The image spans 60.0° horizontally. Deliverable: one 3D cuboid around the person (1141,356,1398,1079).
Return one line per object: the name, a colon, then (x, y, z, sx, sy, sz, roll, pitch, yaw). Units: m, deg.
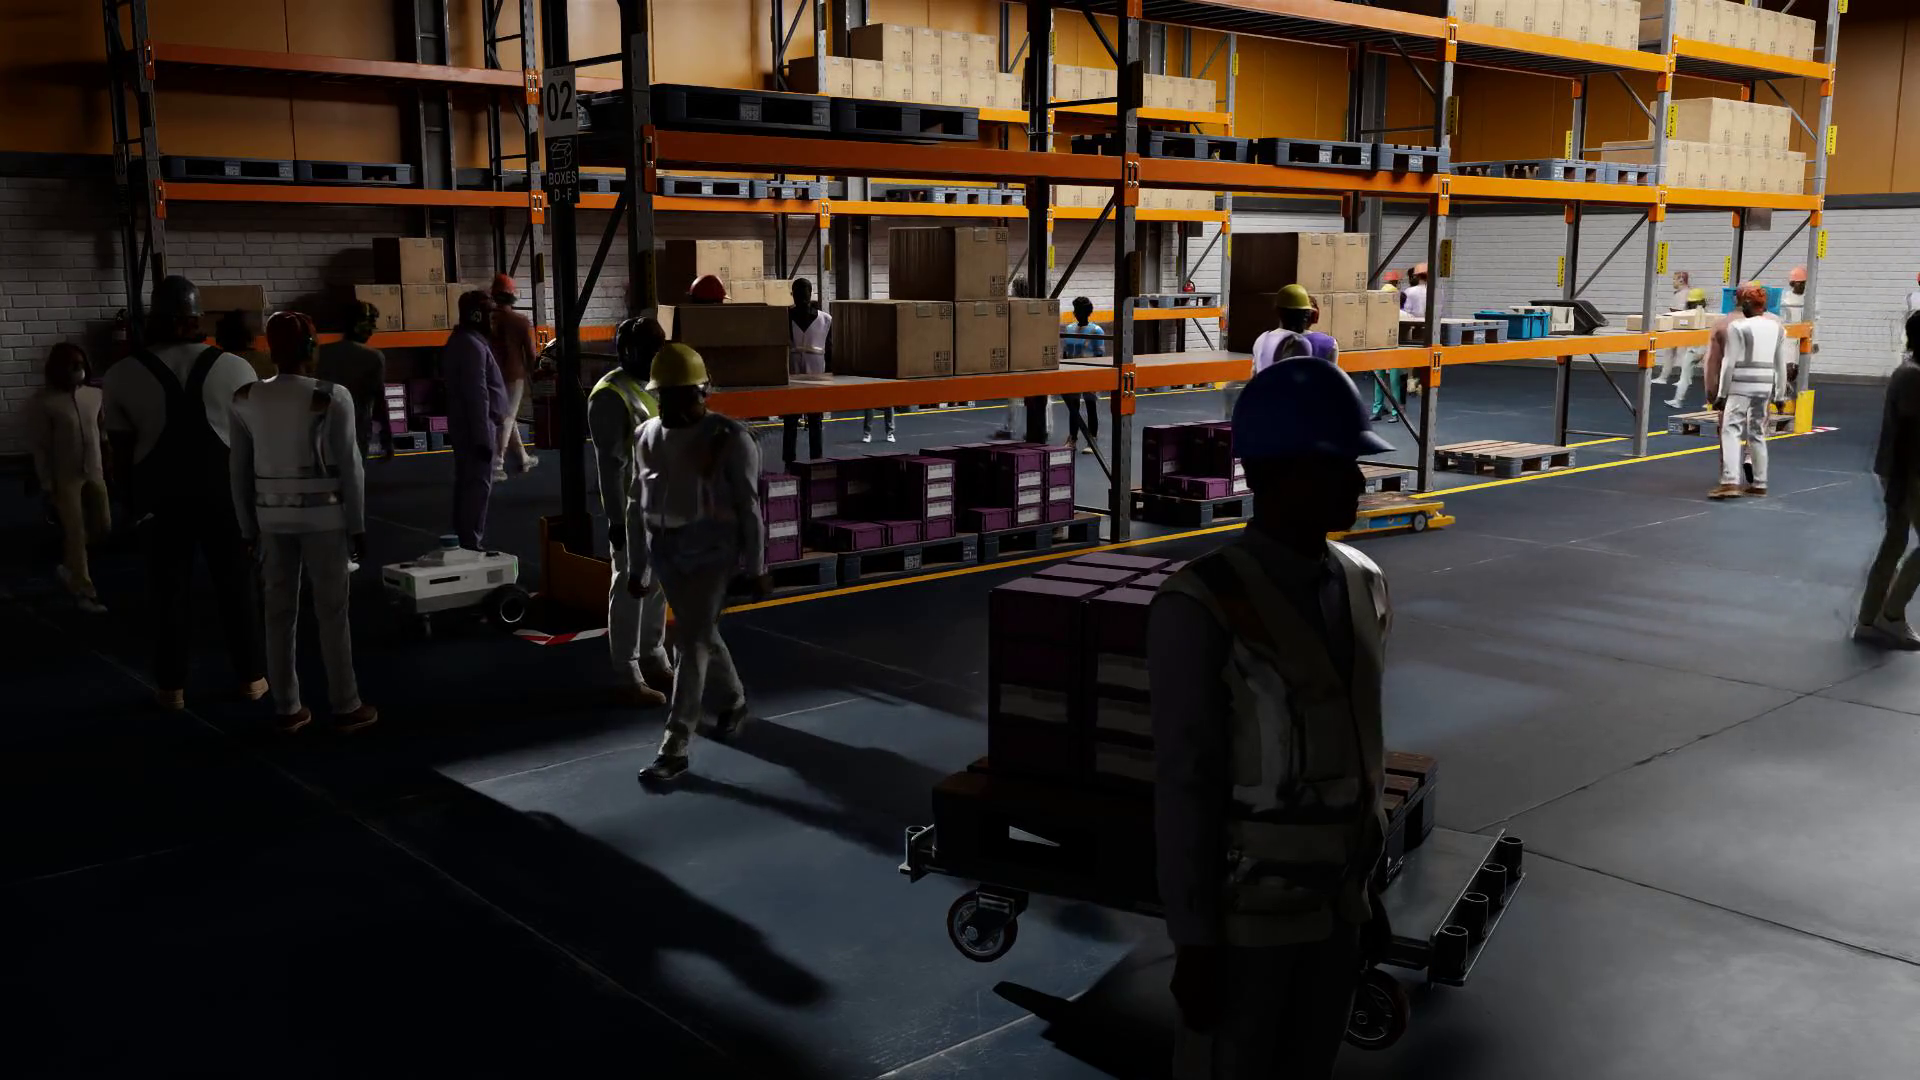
person: (0.576, 0.643, 3.036, 0.605, 1.951, 0.380, -9, 13, -43)

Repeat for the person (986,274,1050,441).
person: (0.650, -2.085, 19.122, 0.857, 1.905, 0.662, 2, 10, 9)

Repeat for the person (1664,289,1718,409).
person: (10.255, -2.643, 23.100, 0.965, 1.660, 0.491, -3, 10, -18)

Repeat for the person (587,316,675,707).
person: (-1.499, -0.142, 7.954, 0.429, 1.842, 0.637, 3, 10, 17)

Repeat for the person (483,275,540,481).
person: (-4.324, -1.554, 15.935, 0.642, 1.939, 1.052, 3, 10, 14)

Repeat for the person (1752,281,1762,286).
person: (11.706, -2.957, 24.683, 0.323, 1.761, 0.523, 1, 10, 7)

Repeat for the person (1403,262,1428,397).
person: (6.919, -3.164, 25.109, 0.625, 2.026, 0.508, -2, 10, -12)

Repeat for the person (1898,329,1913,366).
person: (10.428, -1.752, 17.995, 0.519, 1.636, 0.312, 3, 10, 19)

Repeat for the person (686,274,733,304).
person: (-1.797, -0.893, 11.900, 0.386, 1.992, 0.625, -8, 13, -40)

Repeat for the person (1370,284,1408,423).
person: (5.467, -2.384, 21.300, 0.533, 1.768, 0.310, 9, 13, 43)

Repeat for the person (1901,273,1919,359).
person: (14.144, -3.014, 24.473, 0.547, 1.942, 0.351, 9, 13, 43)

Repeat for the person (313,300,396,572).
person: (-4.085, -0.689, 11.195, 0.549, 1.830, 0.571, 1, 10, 9)

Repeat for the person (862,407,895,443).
person: (-0.919, -1.923, 18.989, 0.506, 1.631, 0.264, 0, 10, -2)

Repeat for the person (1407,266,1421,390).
person: (7.237, -3.352, 26.407, 0.371, 1.959, 0.602, 0, 10, 2)

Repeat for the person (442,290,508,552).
person: (-3.238, -0.723, 11.198, 0.397, 1.901, 0.645, -5, 11, -25)

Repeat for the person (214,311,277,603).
person: (-4.425, -0.520, 10.319, 0.613, 1.792, 0.939, -5, 11, -29)

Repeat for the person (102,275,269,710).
person: (-3.642, -0.227, 7.870, 0.677, 2.000, 0.536, -5, 11, -26)

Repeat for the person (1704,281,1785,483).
person: (7.216, -1.434, 15.346, 0.674, 1.893, 0.443, 4, 11, 24)

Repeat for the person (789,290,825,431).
person: (-1.916, -2.246, 20.298, 0.590, 1.833, 0.404, 8, 13, 40)

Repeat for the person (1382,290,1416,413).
person: (5.870, -2.532, 22.444, 0.533, 1.669, 0.800, 5, 11, 29)

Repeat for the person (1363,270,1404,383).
person: (7.274, -3.598, 28.073, 1.014, 1.882, 0.567, -3, 10, -19)

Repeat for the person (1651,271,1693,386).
person: (11.771, -3.468, 27.345, 0.596, 1.899, 0.677, 4, 10, 20)

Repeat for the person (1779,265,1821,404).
person: (11.346, -2.747, 22.747, 0.620, 2.004, 0.809, 0, 10, -2)

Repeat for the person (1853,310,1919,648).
person: (5.207, -0.333, 9.071, 0.533, 1.837, 0.566, 5, 11, 27)

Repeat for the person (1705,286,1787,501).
person: (6.871, -1.264, 14.483, 0.807, 1.862, 0.543, -3, 10, -16)

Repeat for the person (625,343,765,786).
person: (-1.116, 0.057, 6.995, 0.599, 1.779, 0.940, 5, 11, 27)

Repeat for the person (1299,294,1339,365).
person: (2.528, -0.905, 12.404, 0.565, 1.846, 0.390, 3, 10, 19)

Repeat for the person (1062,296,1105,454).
person: (1.310, -1.774, 17.929, 0.534, 1.698, 0.318, 8, 12, 39)

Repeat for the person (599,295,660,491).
person: (-2.823, -1.325, 14.801, 1.008, 1.874, 0.556, 2, 10, 12)

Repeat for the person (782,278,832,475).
person: (-1.490, -1.523, 15.816, 0.600, 1.916, 0.376, -1, 10, -9)

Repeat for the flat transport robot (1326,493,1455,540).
flat transport robot: (3.092, -0.195, 12.856, 1.431, 0.197, 0.652, -6, 11, -32)

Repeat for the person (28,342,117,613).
person: (-5.349, -0.384, 10.024, 0.539, 1.627, 0.514, 5, 11, 26)

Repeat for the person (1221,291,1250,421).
person: (3.299, -2.140, 19.516, 0.589, 1.894, 0.692, 6, 12, 33)

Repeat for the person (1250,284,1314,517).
person: (2.298, -0.841, 11.797, 0.388, 1.927, 0.589, -5, 11, -27)

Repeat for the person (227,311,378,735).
person: (-2.913, -0.064, 7.374, 0.574, 1.884, 0.360, 1, 10, 3)

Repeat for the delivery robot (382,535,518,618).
delivery robot: (-2.861, 0.215, 9.348, 0.707, 0.478, 0.477, -9, 14, -43)
